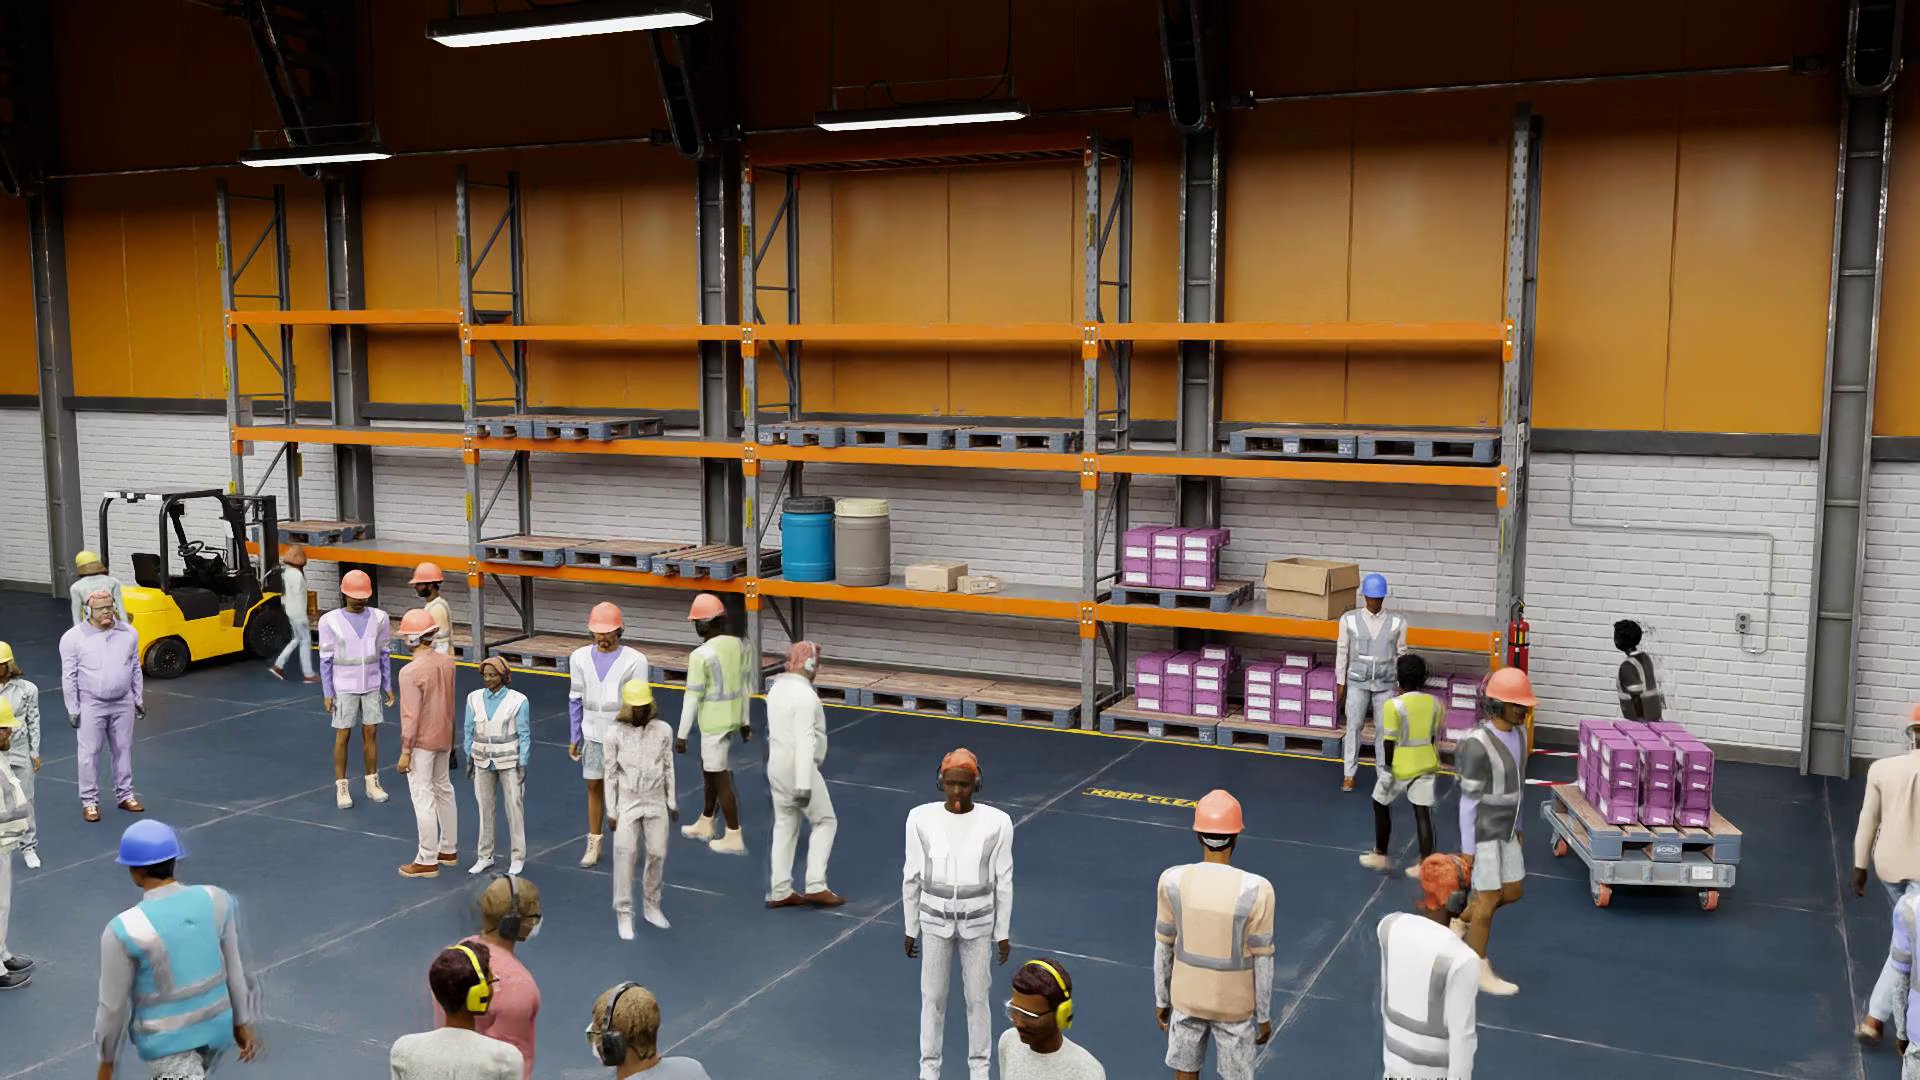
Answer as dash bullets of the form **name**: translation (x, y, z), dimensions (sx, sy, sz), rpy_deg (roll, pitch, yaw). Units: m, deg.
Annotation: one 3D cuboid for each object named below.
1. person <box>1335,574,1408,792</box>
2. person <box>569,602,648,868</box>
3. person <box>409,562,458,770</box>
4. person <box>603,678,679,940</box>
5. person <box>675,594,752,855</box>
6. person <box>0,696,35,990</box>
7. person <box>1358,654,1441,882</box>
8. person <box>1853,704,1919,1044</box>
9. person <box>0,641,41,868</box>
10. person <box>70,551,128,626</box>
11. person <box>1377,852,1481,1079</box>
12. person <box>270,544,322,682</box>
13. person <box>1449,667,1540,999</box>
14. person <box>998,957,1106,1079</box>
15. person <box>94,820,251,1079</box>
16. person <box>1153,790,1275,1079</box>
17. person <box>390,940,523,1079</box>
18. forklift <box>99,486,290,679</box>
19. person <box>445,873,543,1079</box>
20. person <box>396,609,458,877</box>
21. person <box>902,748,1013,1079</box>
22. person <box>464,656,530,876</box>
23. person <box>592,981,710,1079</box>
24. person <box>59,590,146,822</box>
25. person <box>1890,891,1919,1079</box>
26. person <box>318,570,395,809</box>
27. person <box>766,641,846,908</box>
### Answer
- **person**: translation (3.608, 1.253, 14.585), dimensions (0.618, 1.944, 0.400), rpy_deg (1, 7, 10)
- **person**: translation (-2.640, 1.465, 12.492), dimensions (0.610, 2.035, 0.405), rpy_deg (1, 7, 10)
- **person**: translation (-4.853, 1.167, 15.340), dimensions (0.379, 1.937, 0.548), rpy_deg (-3, 7, -21)
- **person**: translation (-2.135, 1.778, 11.128), dimensions (0.491, 1.750, 0.343), rpy_deg (-4, 8, -31)
- **person**: translation (-1.991, 1.418, 12.913), dimensions (0.836, 2.014, 0.629), rpy_deg (4, 8, 27)
- **person**: translation (-5.925, 1.850, 10.192), dimensions (0.403, 1.819, 0.602), rpy_deg (-4, 8, -28)
- **person**: translation (3.254, 1.663, 12.309), dimensions (0.547, 1.670, 0.696), rpy_deg (-3, 8, -25)
- **person**: translation (5.430, 1.886, 9.510), dimensions (1.050, 1.933, 0.625), rpy_deg (-4, 8, -33)
- **person**: translation (-7.142, 1.614, 12.439), dimensions (0.487, 1.744, 0.295), rpy_deg (-4, 8, -30)
- **person**: translation (-9.312, 0.963, 17.989), dimensions (0.543, 1.696, 0.646), rpy_deg (-5, 9, -38)
- **person**: translation (1.915, 2.225, 6.990), dimensions (0.952, 1.849, 0.573), rpy_deg (-4, 8, -31)
- **person**: translation (-7.657, 0.856, 19.204), dimensions (0.501, 1.629, 0.514), rpy_deg (-5, 8, -34)
- **person**: translation (3.208, 1.750, 10.123), dimensions (0.615, 2.033, 0.648), rpy_deg (7, 10, 44)
- **person**: translation (0.293, 2.358, 5.827), dimensions (0.325, 1.861, 0.516), rpy_deg (-6, 9, -40)
- **person**: translation (-3.425, 2.166, 7.303), dimensions (1.017, 1.891, 0.617), rpy_deg (3, 8, 25)
- **person**: translation (1.168, 2.108, 7.657), dimensions (0.560, 1.924, 0.426), rpy_deg (3, 8, 26)
- **person**: translation (-1.753, 2.346, 5.897), dimensions (0.523, 1.865, 0.317), rpy_deg (1, 7, 8)
- **forklift**: translation (-9.426, 0.454, 20.179), dimensions (1.214, 2.155, 2.313), rpy_deg (3, 8, 26)
- **person**: translation (-1.839, 2.252, 6.646), dimensions (1.044, 1.875, 0.652), rpy_deg (-7, 10, -43)
- **person**: translation (-3.978, 1.498, 12.371), dimensions (0.390, 1.991, 0.623), rpy_deg (2, 7, 15)
- **person**: translation (-0.014, 2.010, 8.607), dimensions (0.573, 1.882, 0.356), rpy_deg (0, 7, 4)
- **person**: translation (-3.439, 1.673, 12.376), dimensions (0.513, 1.641, 0.307), rpy_deg (1, 7, 9)
- **person**: translation (-1.031, 2.377, 5.396), dimensions (0.384, 1.930, 0.634), rpy_deg (3, 8, 26)
- **person**: translation (-7.105, 1.363, 13.847), dimensions (0.408, 1.909, 0.638), rpy_deg (6, 9, 39)
- **person**: translation (4.308, 2.153, 7.184), dimensions (0.362, 1.939, 0.542), rpy_deg (-4, 8, -31)
- **person**: translation (-5.133, 1.257, 14.201), dimensions (0.605, 2.034, 0.389), rpy_deg (-6, 9, -40)
- **person**: translation (-1.080, 1.648, 11.670), dimensions (0.645, 1.866, 0.701), rpy_deg (-4, 8, -30)
